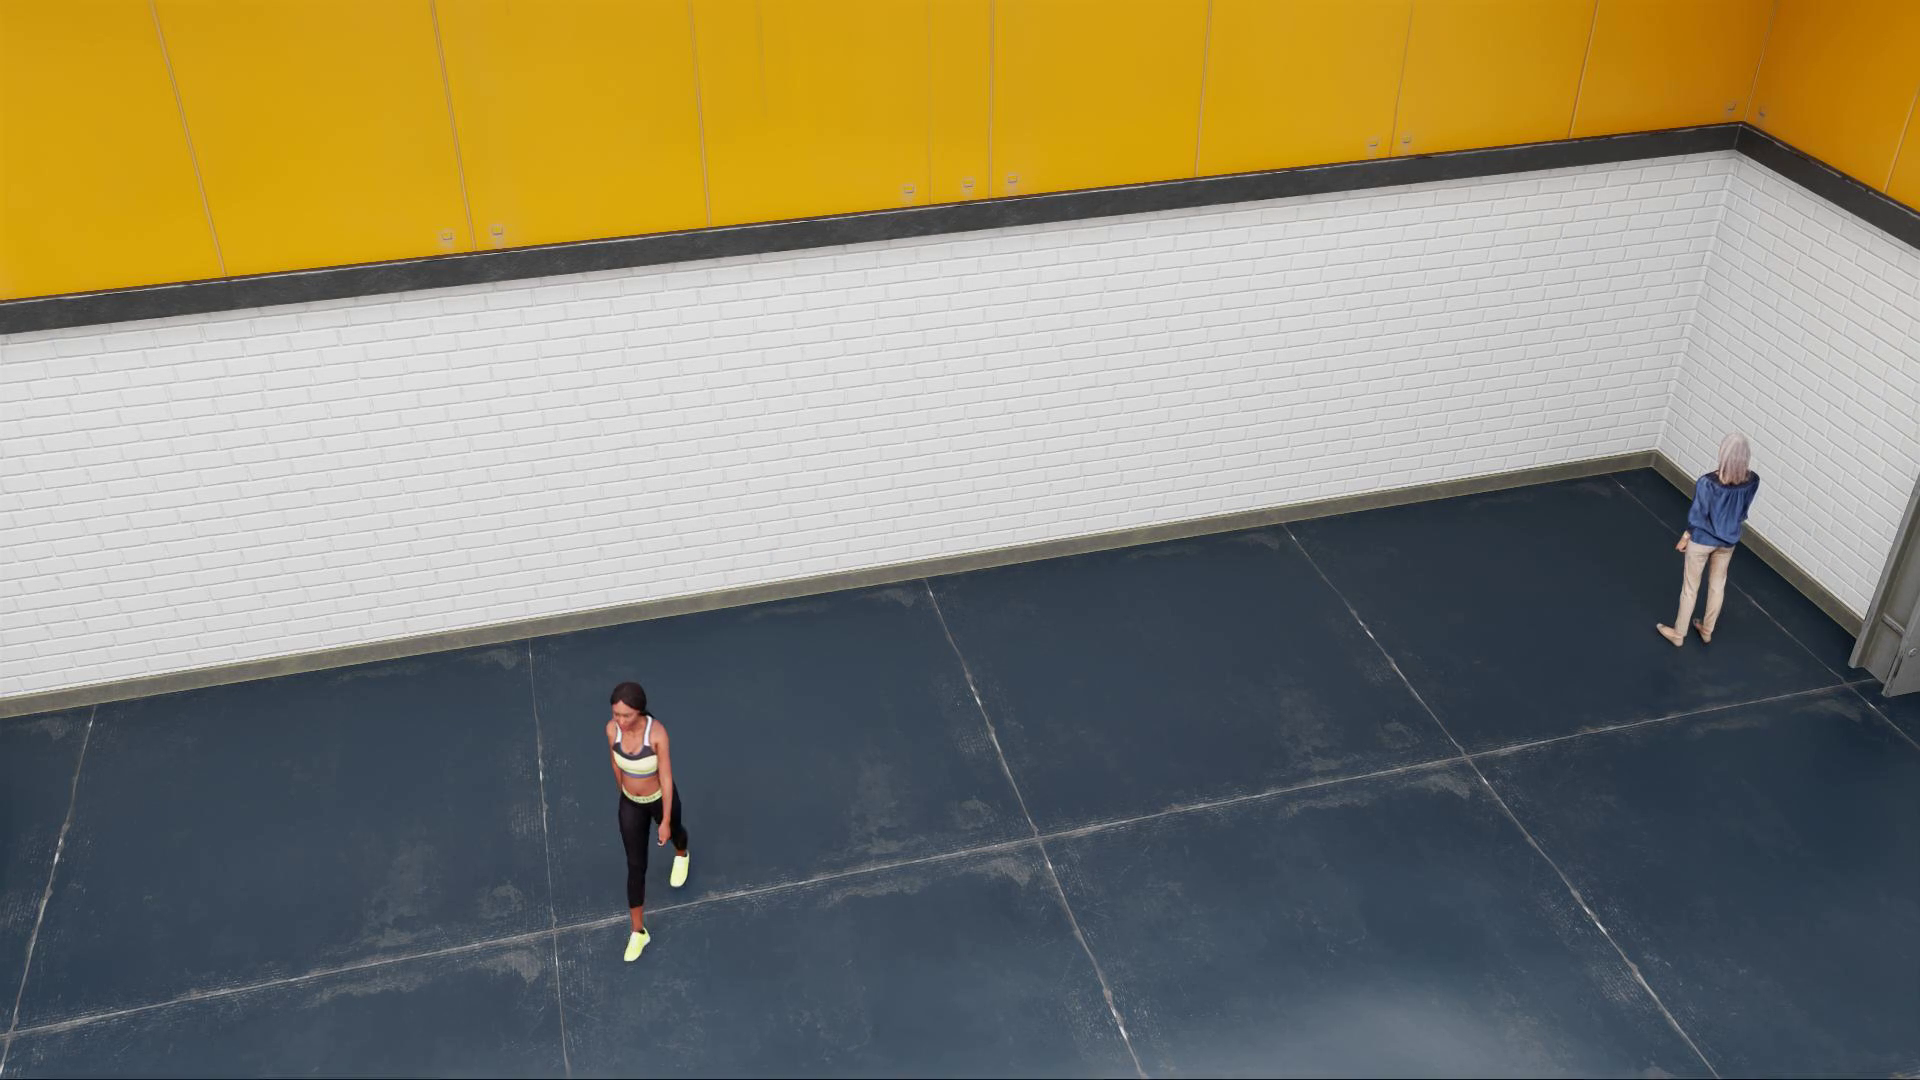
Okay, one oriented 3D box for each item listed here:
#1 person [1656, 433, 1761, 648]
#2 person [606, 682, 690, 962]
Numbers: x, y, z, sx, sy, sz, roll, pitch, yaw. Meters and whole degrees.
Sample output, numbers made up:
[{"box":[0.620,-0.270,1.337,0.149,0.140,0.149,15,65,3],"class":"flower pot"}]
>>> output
[{"box":[5.326,0.001,11.778,0.618,1.698,0.566,-7,34,-10],"class":"person"},{"box":[-1.740,1.468,9.568,0.877,1.700,1.215,5,34,8],"class":"person"}]
